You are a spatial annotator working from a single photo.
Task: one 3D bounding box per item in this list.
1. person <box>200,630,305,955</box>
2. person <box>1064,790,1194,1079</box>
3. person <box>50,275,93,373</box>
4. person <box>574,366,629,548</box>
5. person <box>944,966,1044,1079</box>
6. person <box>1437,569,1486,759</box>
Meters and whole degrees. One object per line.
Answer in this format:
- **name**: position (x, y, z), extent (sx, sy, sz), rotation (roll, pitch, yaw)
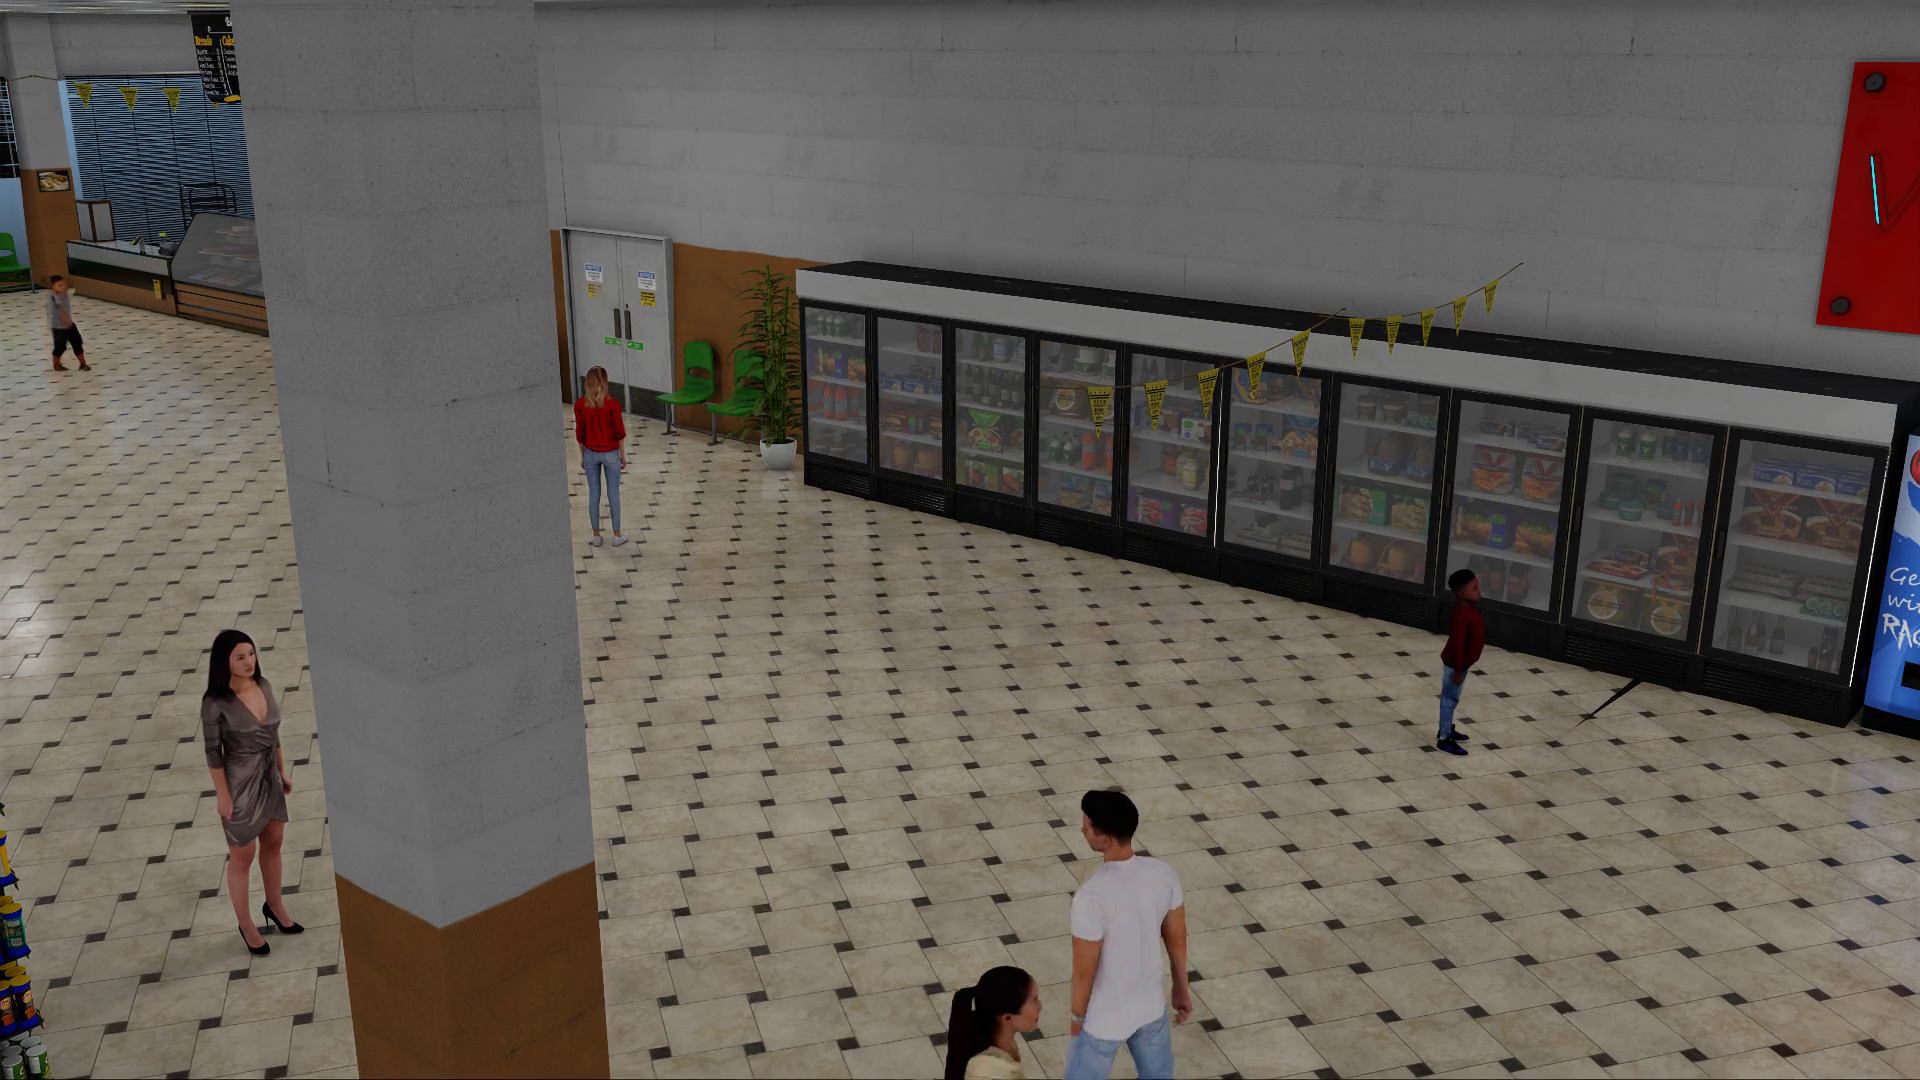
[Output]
- **person**: position (-3.675, 1.288, 8.616), extent (0.708, 1.746, 0.542), rotation (7, 18, 23)
- **person**: position (0.685, 1.858, 6.580), extent (0.660, 1.838, 0.954), rotation (-8, 19, -25)
- **person**: position (-12.813, -3.115, 23.671), extent (0.864, 1.423, 0.900), rotation (1, 17, 2)
- **person**: position (-3.340, -0.780, 15.496), extent (0.682, 1.705, 0.717), rotation (0, 17, 1)
- **person**: position (0.010, 2.221, 5.782), extent (0.946, 1.608, 0.879), rotation (-5, 18, -15)
- **person**: position (3.315, 0.795, 11.083), extent (0.620, 1.255, 0.507), rotation (6, 18, 20)
